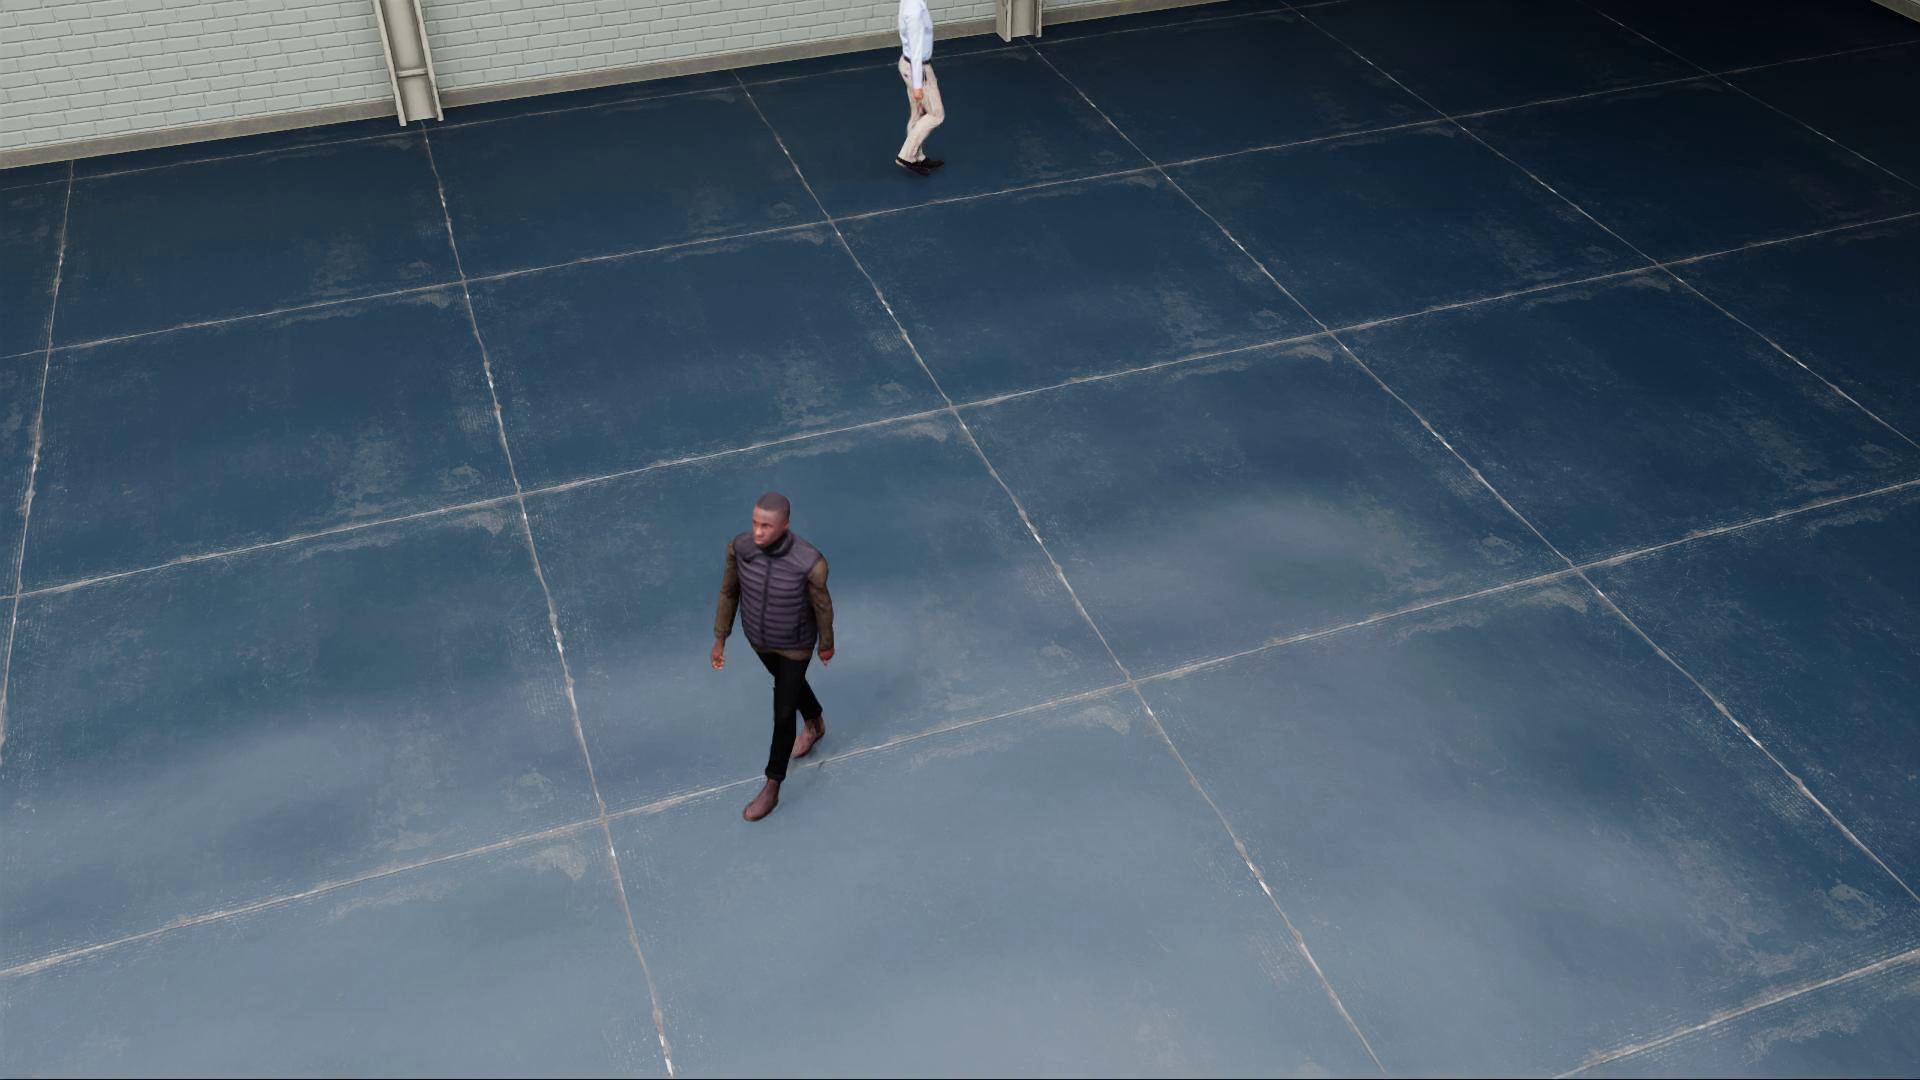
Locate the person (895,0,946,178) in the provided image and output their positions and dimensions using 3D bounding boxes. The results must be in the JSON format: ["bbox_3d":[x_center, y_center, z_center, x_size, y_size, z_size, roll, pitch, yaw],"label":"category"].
[{"bbox_3d":[-0.434,-3.945,14.021,0.717,1.828,0.688,-8,39,-11],"label":"person"}]

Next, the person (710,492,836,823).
[{"bbox_3d":[-0.856,0.461,8.415,1.101,1.797,1.192,19,42,23],"label":"person"}]
